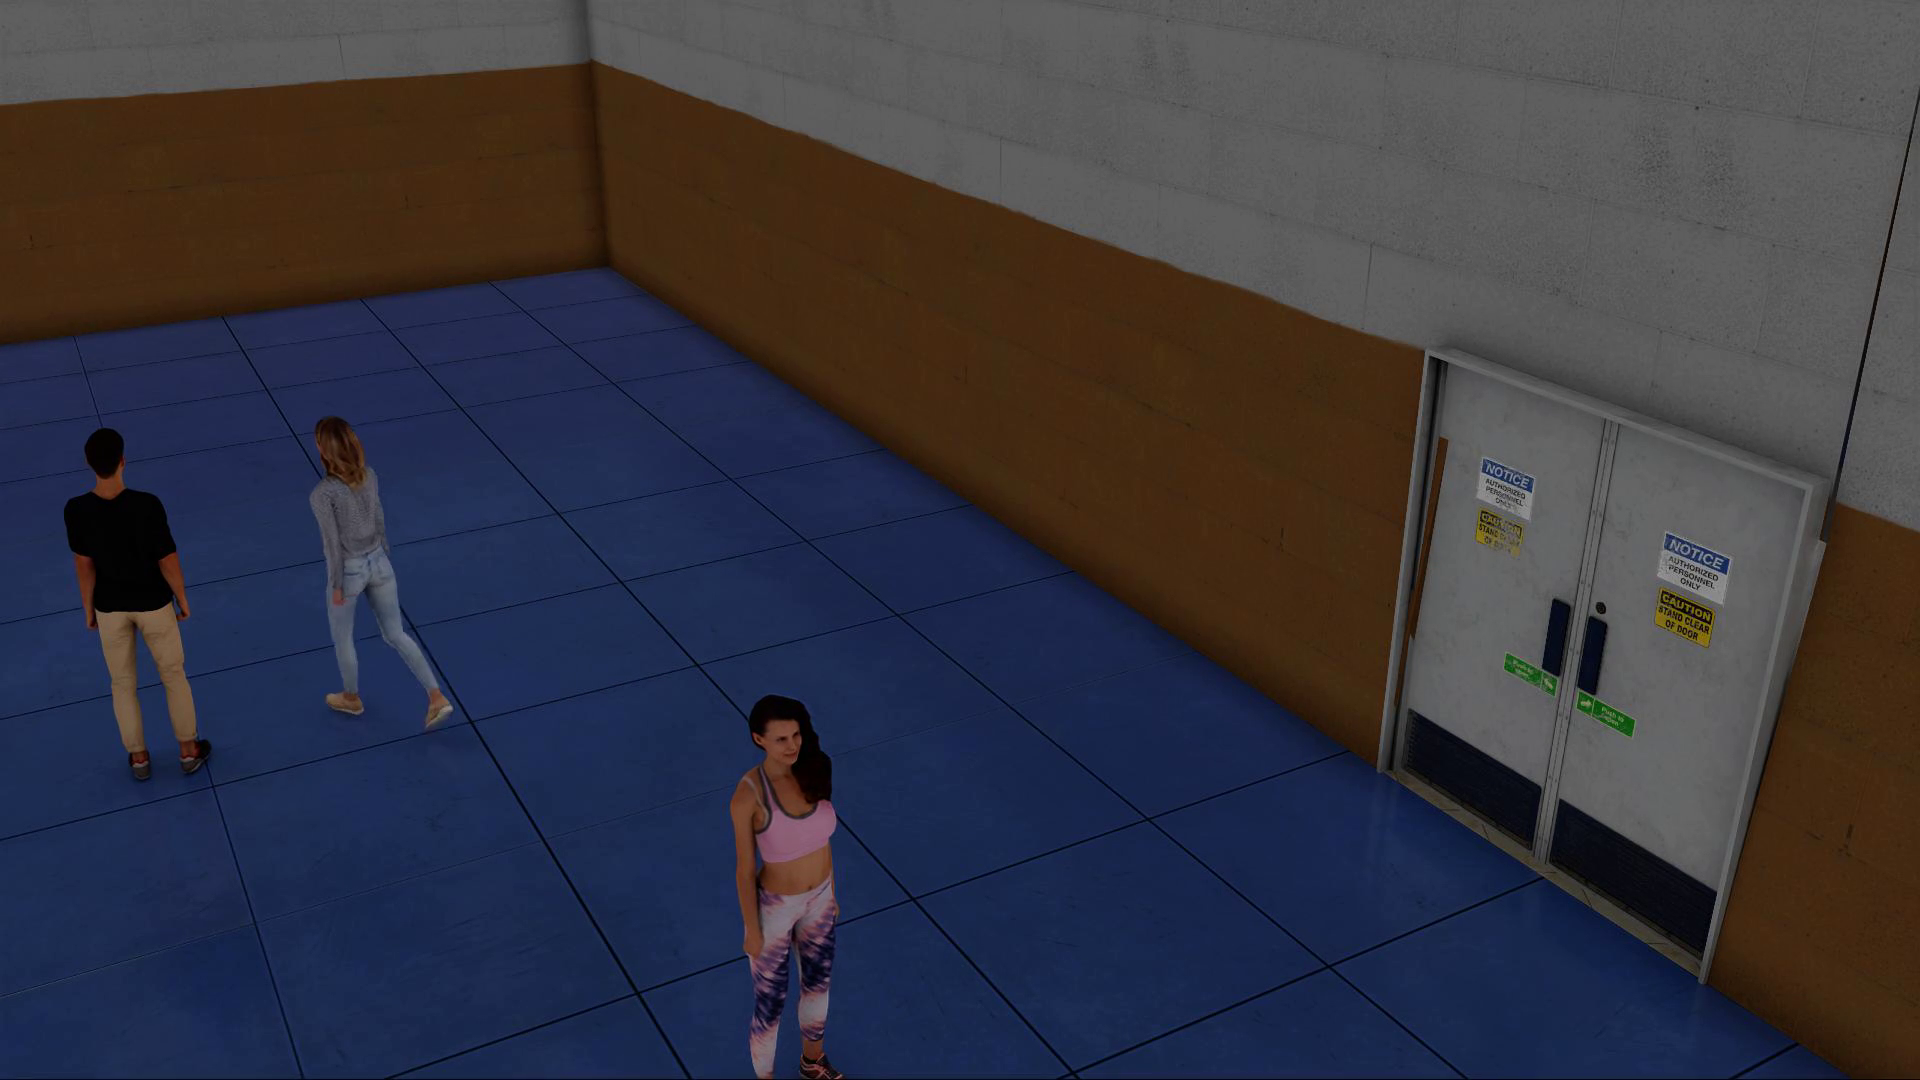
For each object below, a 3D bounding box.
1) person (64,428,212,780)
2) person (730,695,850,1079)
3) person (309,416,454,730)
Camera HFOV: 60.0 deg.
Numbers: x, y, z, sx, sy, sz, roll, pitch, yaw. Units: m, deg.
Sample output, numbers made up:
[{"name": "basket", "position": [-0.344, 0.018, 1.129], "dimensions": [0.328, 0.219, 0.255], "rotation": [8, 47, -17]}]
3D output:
[{"name": "person", "position": [-4.154, 0.335, 8.369], "dimensions": [0.544, 1.855, 0.740], "rotation": [-7, 25, -16]}, {"name": "person", "position": [-0.627, 1.368, 6.149], "dimensions": [0.544, 1.767, 0.695], "rotation": [-21, 31, -39]}, {"name": "person", "position": [-3.095, 0.222, 8.776], "dimensions": [1.073, 1.760, 1.181], "rotation": [13, 27, 27]}]
